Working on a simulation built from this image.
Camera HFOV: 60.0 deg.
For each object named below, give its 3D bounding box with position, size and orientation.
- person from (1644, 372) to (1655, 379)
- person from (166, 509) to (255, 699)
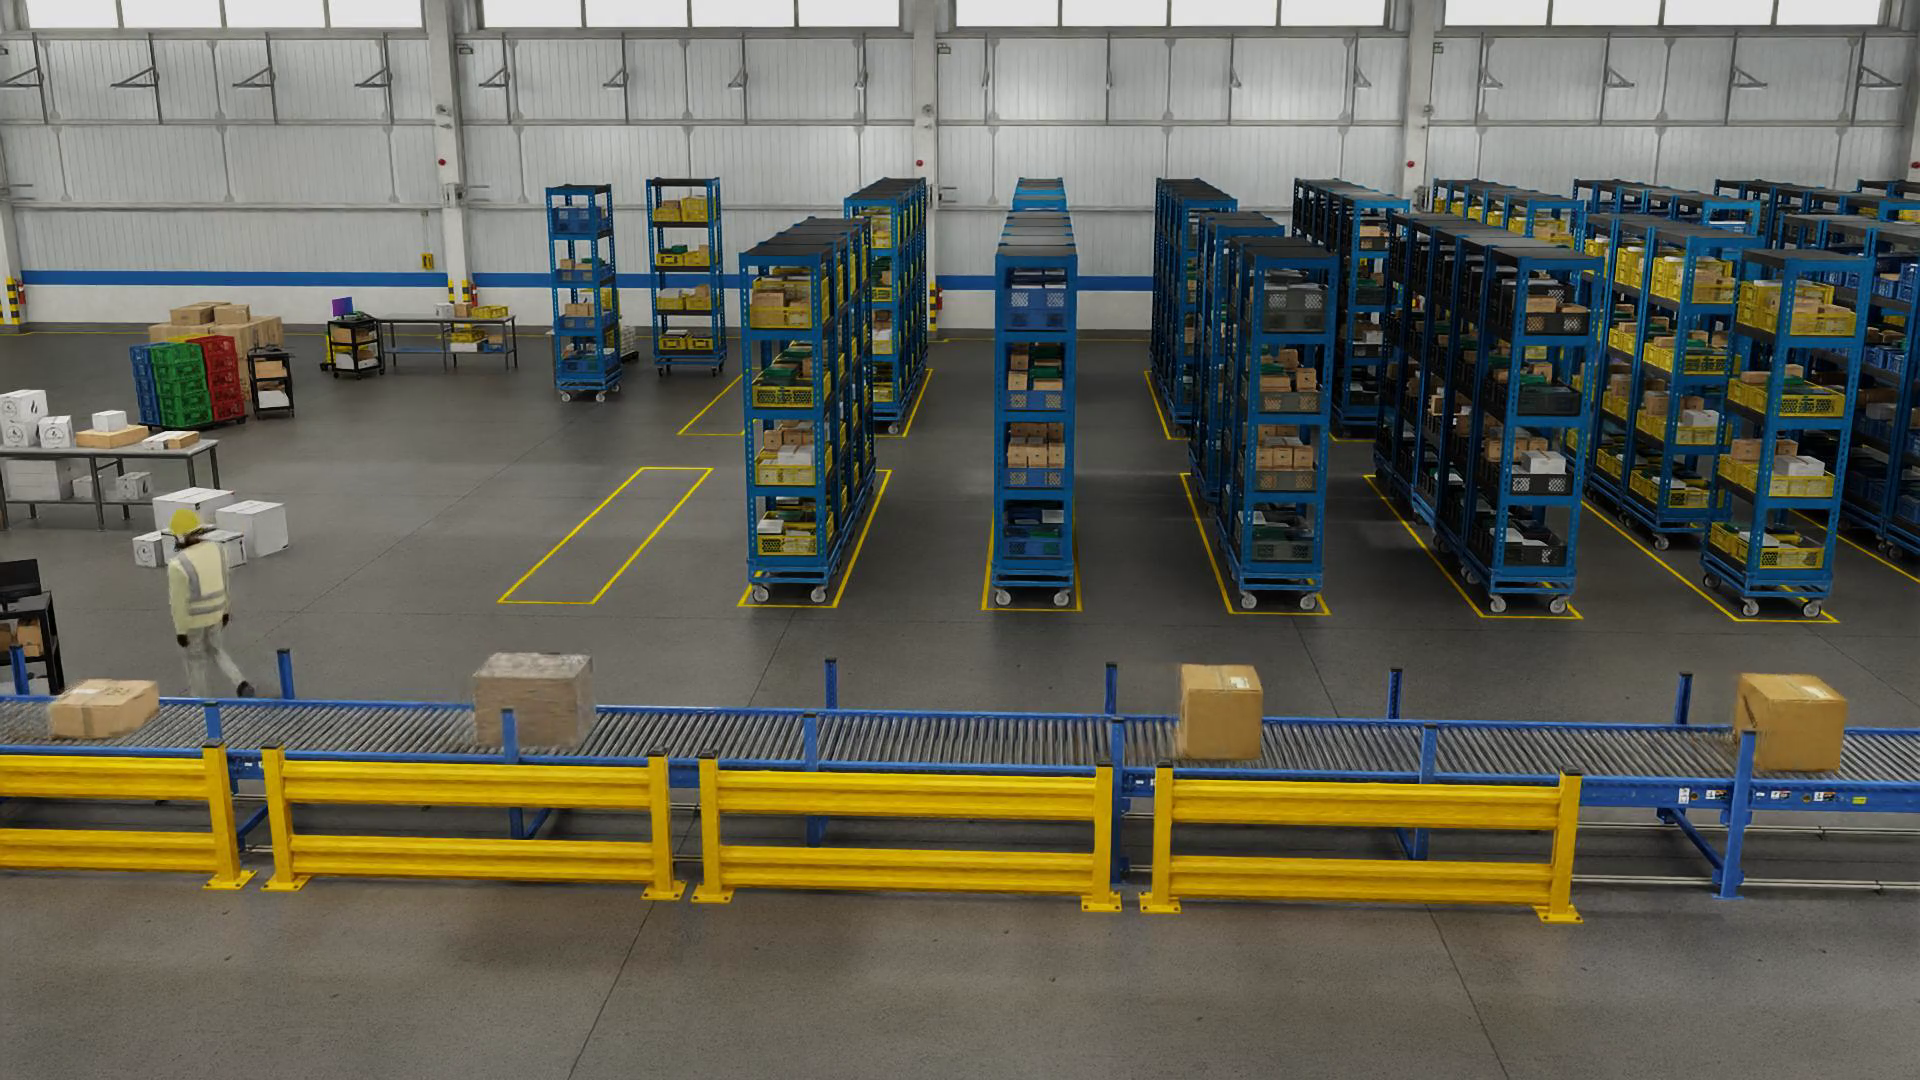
[{"bbox_3d":[9.737,-2.035,23.617,0.501,1.833,0.565,2,15,6],"label":"person"},{"bbox_3d":[-6.258,0.625,13.763,0.588,1.819,0.607,6,16,21],"label":"person"}]
